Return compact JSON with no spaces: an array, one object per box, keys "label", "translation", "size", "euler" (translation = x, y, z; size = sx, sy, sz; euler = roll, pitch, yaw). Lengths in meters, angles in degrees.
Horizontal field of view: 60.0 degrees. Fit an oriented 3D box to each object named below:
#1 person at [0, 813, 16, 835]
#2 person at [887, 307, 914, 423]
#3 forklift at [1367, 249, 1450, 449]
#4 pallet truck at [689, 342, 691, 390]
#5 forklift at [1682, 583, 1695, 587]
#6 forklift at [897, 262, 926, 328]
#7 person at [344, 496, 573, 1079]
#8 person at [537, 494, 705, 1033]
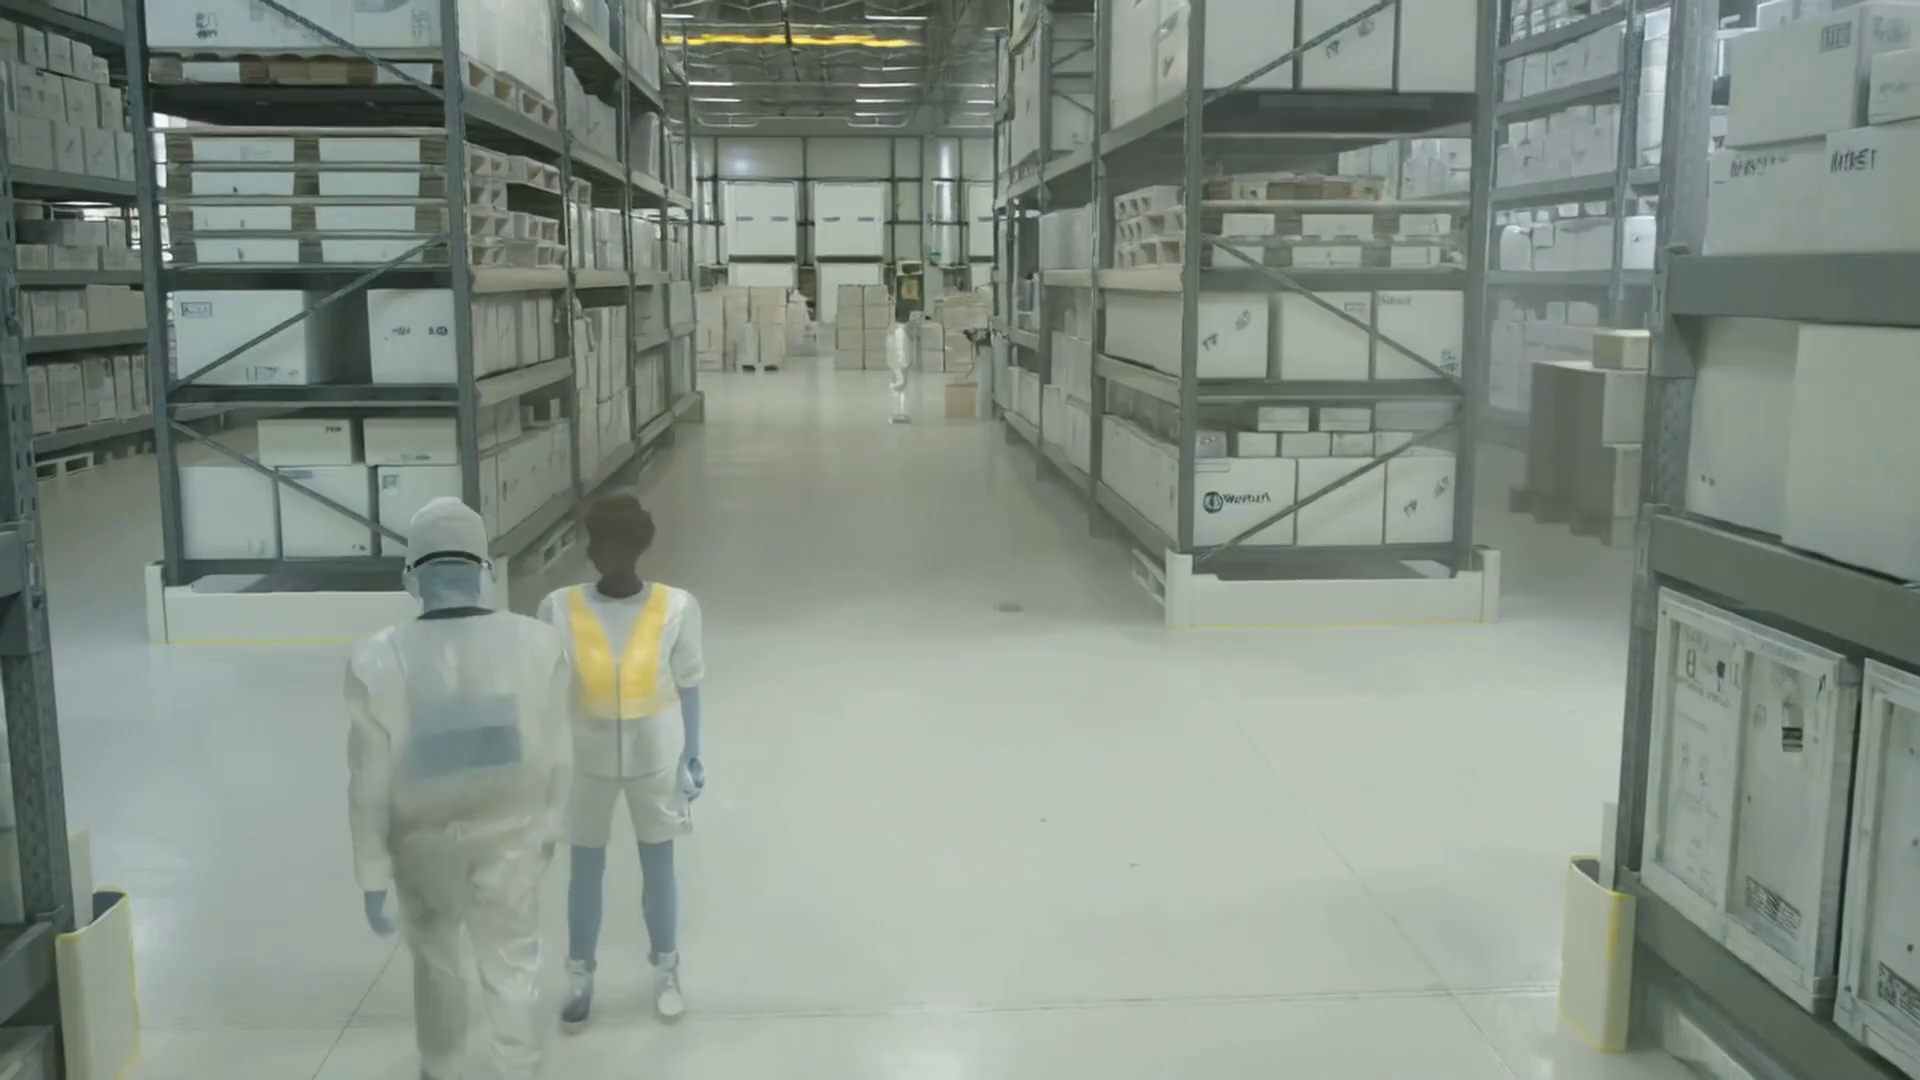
[{"label":"person","translation":[-4.306,0.410,6.470],"size":[1.002,1.854,0.640],"euler":[-2,9,-13]},{"label":"person","translation":[-0.947,-2.786,26.577],"size":[0.429,1.845,0.620],"euler":[-3,10,-18]},{"label":"forklift","translation":[5.527,-2.614,22.244],"size":[1.873,2.768,1.129],"euler":[-1,9,-4]},{"label":"pallet truck","translation":[-5.225,-3.008,27.480],"size":[1.885,1.965,0.823],"euler":[2,9,14]},{"label":"forklift","translation":[5.680,-0.792,10.800],"size":[1.129,2.768,1.873],"euler":[-1,9,-4]},{"label":"forklift","translation":[-1.780,-8.547,59.499],"size":[1.129,2.768,1.873],"euler":[-1,9,-4]},{"label":"person","translation":[-1.289,0.780,4.379],"size":[0.584,1.787,0.949],"euler":[-4,10,-22]},{"label":"person","translation":[-1.059,0.690,5.206],"size":[0.529,1.694,0.321],"euler":[-2,9,-11]}]
